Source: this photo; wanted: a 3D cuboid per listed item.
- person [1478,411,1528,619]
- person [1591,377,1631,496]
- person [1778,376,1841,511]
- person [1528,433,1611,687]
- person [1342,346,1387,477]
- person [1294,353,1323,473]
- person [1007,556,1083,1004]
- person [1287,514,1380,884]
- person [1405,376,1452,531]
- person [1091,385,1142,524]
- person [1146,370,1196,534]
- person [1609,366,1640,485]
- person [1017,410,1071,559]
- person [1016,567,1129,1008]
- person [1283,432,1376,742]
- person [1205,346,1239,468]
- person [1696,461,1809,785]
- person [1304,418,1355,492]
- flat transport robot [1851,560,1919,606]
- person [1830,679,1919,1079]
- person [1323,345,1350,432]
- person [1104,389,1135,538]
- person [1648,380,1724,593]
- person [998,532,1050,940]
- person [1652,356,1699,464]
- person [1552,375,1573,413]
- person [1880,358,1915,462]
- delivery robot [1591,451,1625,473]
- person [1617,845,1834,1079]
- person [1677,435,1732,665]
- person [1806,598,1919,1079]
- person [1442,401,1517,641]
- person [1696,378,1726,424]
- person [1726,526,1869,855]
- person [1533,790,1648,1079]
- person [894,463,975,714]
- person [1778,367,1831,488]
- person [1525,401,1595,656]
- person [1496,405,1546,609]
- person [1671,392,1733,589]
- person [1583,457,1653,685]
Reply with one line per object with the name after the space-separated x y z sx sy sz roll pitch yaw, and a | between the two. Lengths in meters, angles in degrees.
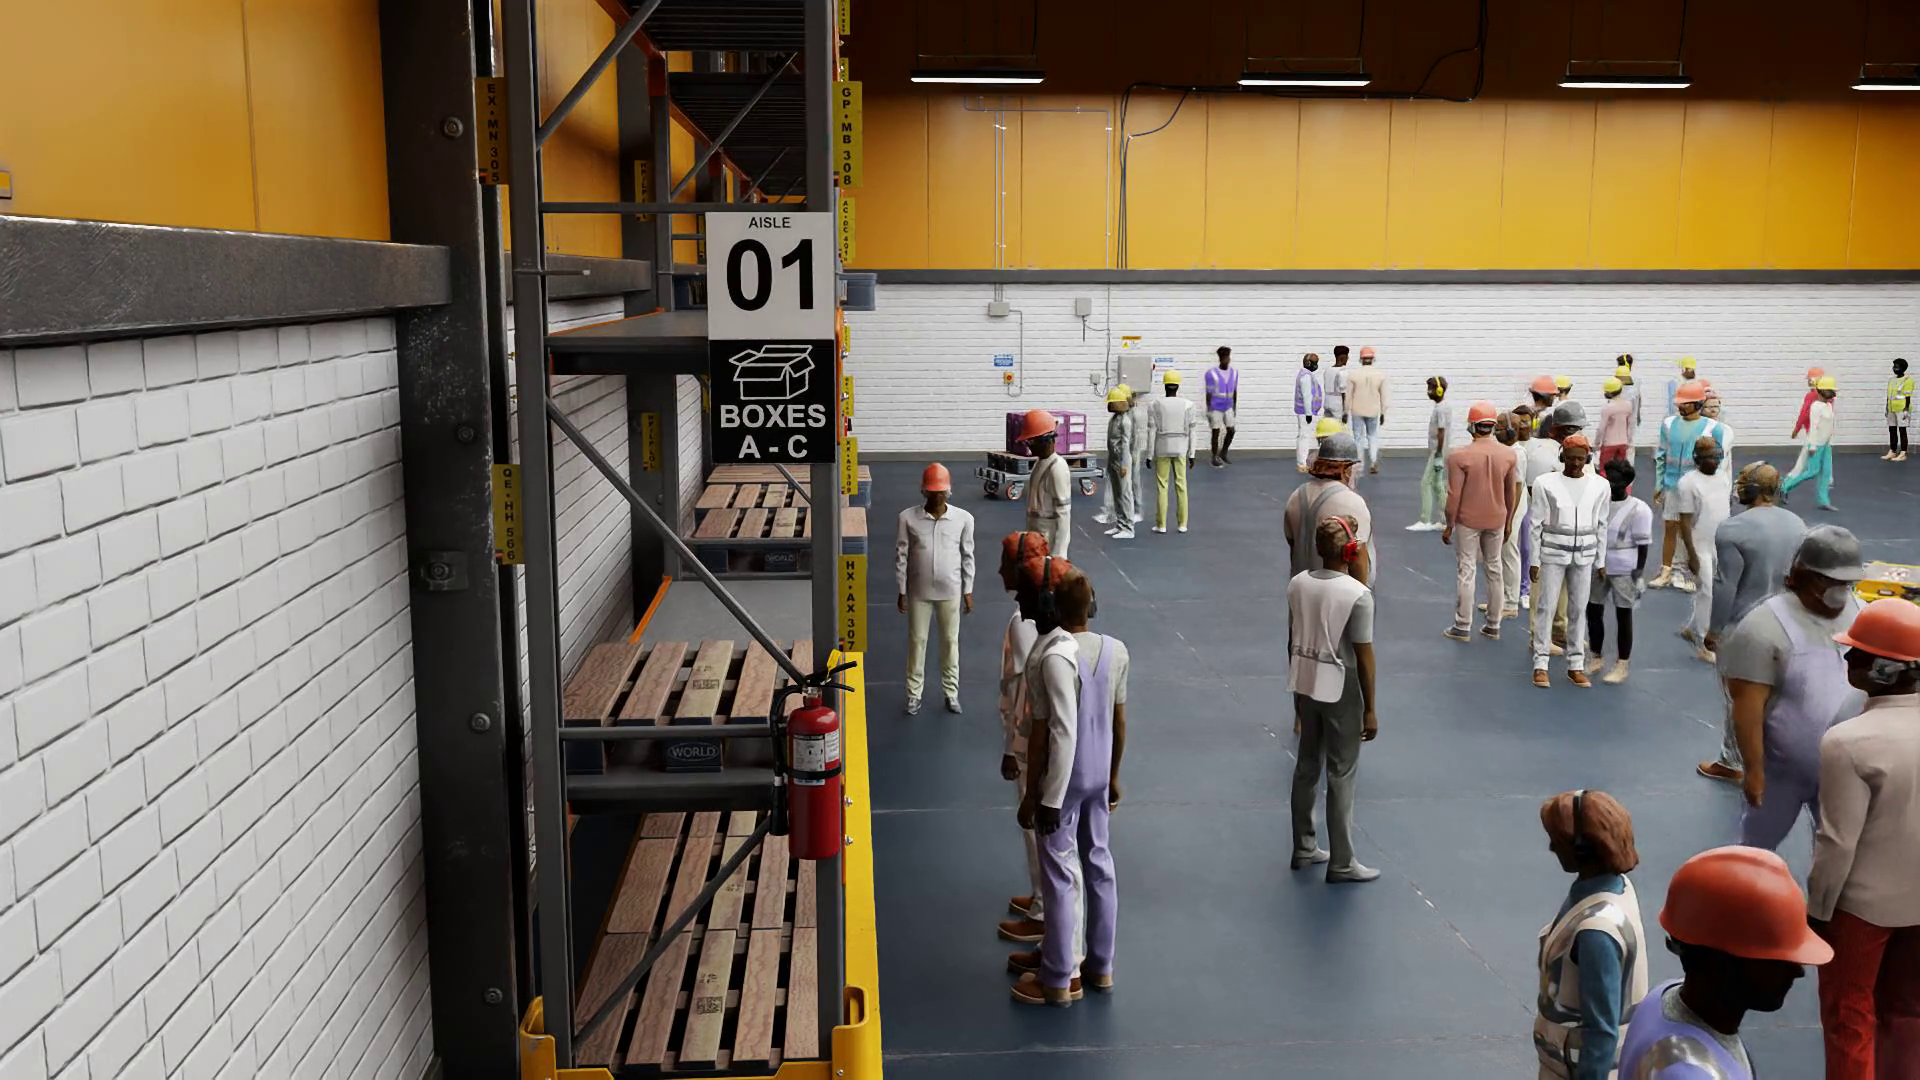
4.826 -0.218 14.705 0.345 1.843 0.504 1 9 9 | person
8.377 -1.219 21.343 0.563 1.743 0.407 -4 10 -25 | person
11.052 -1.250 21.507 0.527 1.746 0.667 -8 12 -40 | person
4.477 0.151 12.255 0.574 1.887 0.355 0 9 2 | person
6.089 -1.933 25.065 0.622 1.976 0.436 0 9 0 | person
5.367 -1.957 25.649 0.430 1.839 0.619 1 9 8 | person
0.378 0.995 6.967 0.361 1.882 0.574 0 9 3 | person
1.853 0.793 8.335 0.389 1.850 0.567 -6 11 -31 | person
5.588 -1.010 19.661 0.527 1.852 0.581 3 10 19 | person
1.964 -1.029 20.226 0.493 1.699 0.858 7 11 37 | person
2.473 -1.035 19.573 0.594 1.924 0.382 -1 9 -7 | person
9.531 -1.643 23.988 0.488 1.736 0.317 -2 9 -15 | person
0.623 0.029 12.560 0.401 2.030 0.615 -2 9 -13 | person
0.464 1.021 6.935 0.513 1.838 0.334 -6 11 -34 | person
2.445 0.299 10.840 0.535 2.000 0.680 -5 10 -28 | person
4.110 -2.078 26.103 0.615 1.932 0.521 -3 10 -20 | person
4.723 0.494 9.937 0.630 1.939 0.371 -3 10 -20 | person
3.405 -0.254 15.225 0.501 1.751 0.530 -7 11 -37 | person
8.832 0.403 15.725 0.652 0.197 1.431 7 11 35 | flat transport robot
3.297 1.134 5.595 0.619 2.000 0.721 -3 9 -15 | person
5.884 -2.064 25.956 0.378 1.958 0.599 -4 10 -22 | person
1.828 -0.884 19.252 0.349 1.737 0.482 -2 9 -14 | person
6.942 -0.508 15.919 0.394 2.038 0.605 -8 12 -42 | person
0.346 0.889 7.673 0.356 1.878 0.572 2 9 14 | person
11.243 -1.986 26.009 0.601 1.787 0.930 -3 10 -20 | person
7.642 -1.217 21.222 0.311 1.768 0.522 4 10 25 | person
15.302 -2.119 27.128 0.321 1.688 0.530 -2 9 -11 | person
9.523 -1.166 24.397 0.477 0.478 0.707 0 9 2 | delivery robot
1.482 1.543 3.349 0.377 1.936 0.549 3 10 20 | person
5.818 0.074 12.973 0.599 1.810 0.419 -4 10 -26 | person
3.011 1.174 5.479 0.620 1.996 0.372 -4 10 -23 | person
4.302 -0.150 13.802 0.609 1.995 0.378 -2 9 -10 | person
9.453 -1.196 21.206 0.576 1.735 0.630 1 9 3 | person
3.652 0.896 7.093 0.703 2.000 1.016 0 9 -2 | person
1.743 1.488 4.629 0.315 1.639 0.522 4 10 21 | person
-0.176 0.336 11.509 0.559 1.750 0.331 -1 9 -4 | person
12.154 -1.615 23.852 0.582 1.708 0.854 -8 12 -40 | person
4.876 -0.102 13.355 0.684 2.000 0.538 -7 12 -39 | person
5.086 -0.298 15.126 0.538 1.869 0.312 2 9 15 | person
7.200 -0.478 16.133 0.636 1.911 0.406 -1 9 -8 | person
4.866 0.227 12.368 0.319 1.695 0.543 -6 11 -34 | person
